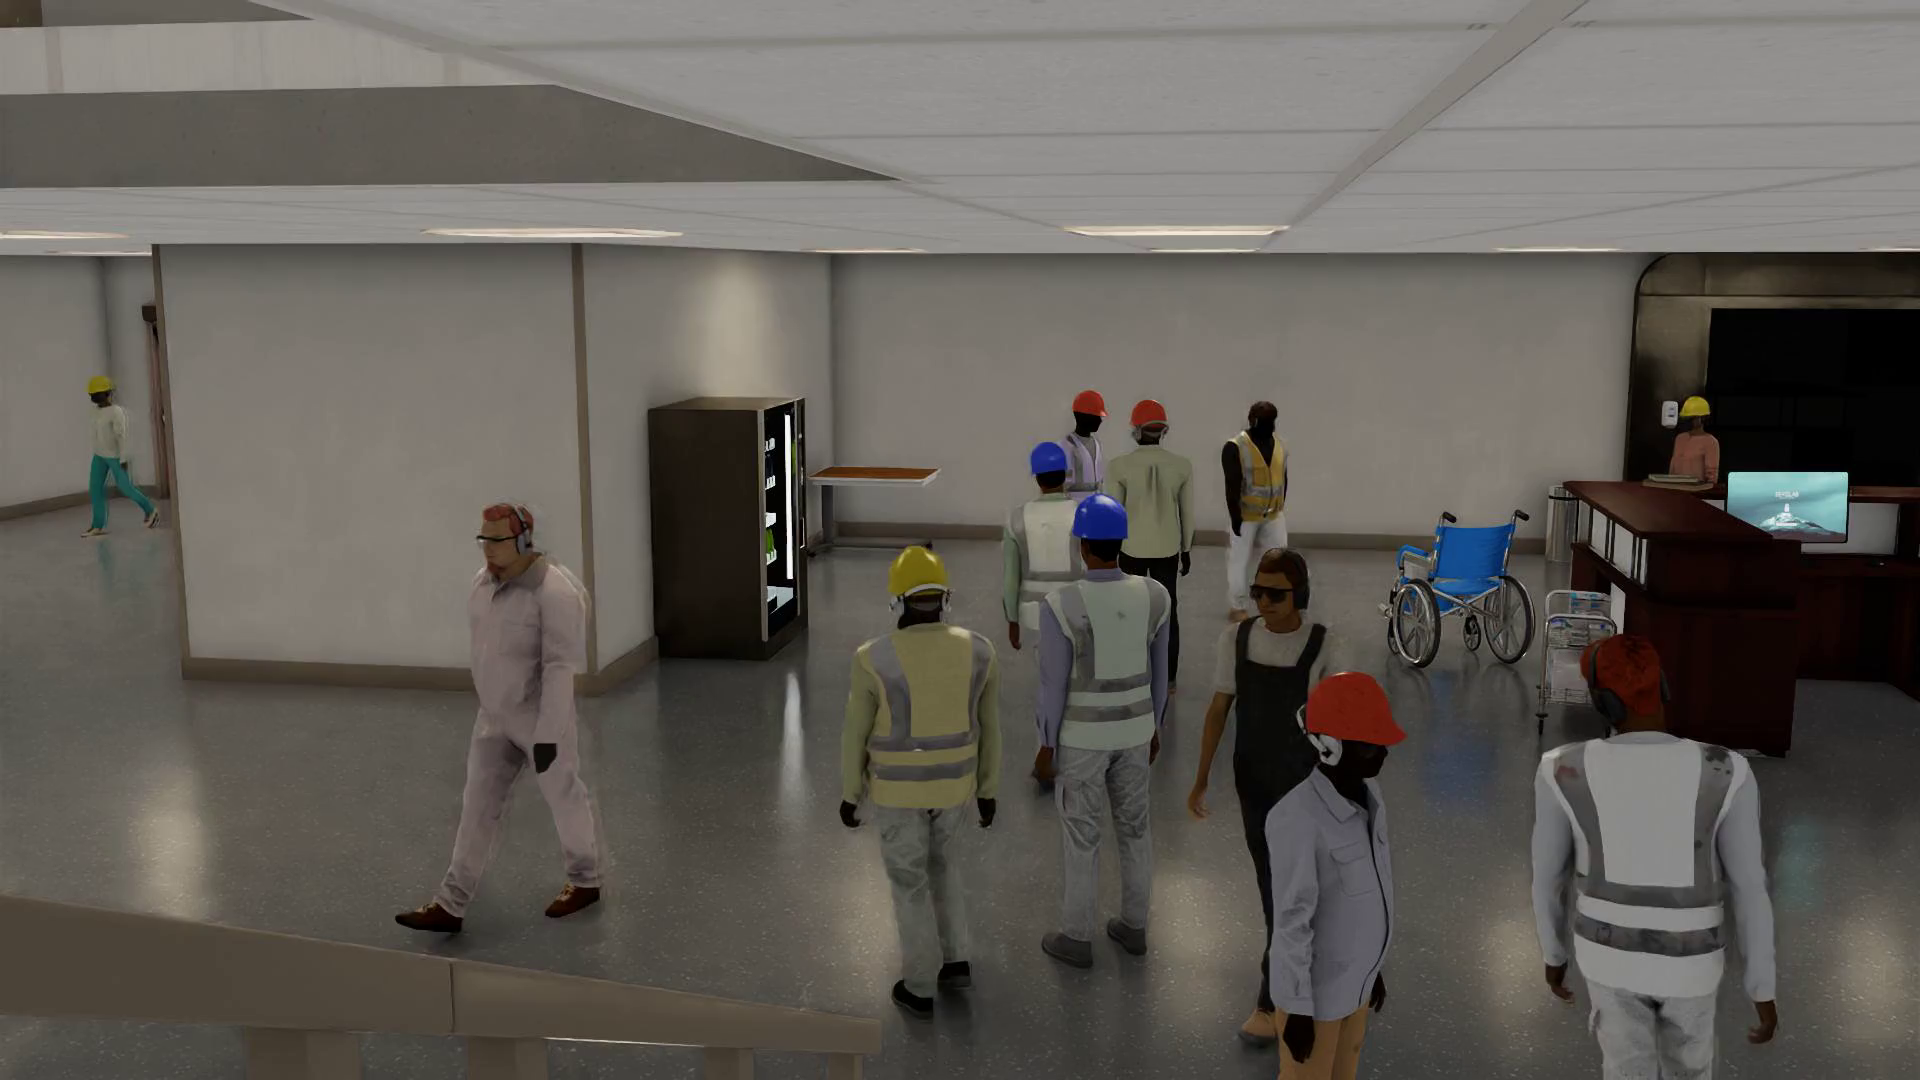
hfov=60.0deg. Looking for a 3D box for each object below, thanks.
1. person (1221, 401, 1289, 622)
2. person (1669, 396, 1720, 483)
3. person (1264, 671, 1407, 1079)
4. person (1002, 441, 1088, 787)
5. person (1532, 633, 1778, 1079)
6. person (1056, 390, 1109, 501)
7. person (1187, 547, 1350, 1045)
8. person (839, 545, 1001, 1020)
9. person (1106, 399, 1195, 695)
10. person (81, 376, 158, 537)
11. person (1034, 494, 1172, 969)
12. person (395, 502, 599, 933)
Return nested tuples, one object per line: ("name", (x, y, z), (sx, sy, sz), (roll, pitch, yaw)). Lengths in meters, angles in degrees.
("person", (2.402, -0.184, 13.211), (0.640, 1.811, 0.823), (-4, 10, -22))
("person", (6.331, -0.362, 14.441), (0.321, 1.768, 0.530), (-3, 10, -18))
("person", (1.058, 1.224, 4.671), (0.330, 1.753, 0.561), (7, 11, 36))
("person", (0.533, 0.399, 9.347), (0.613, 1.897, 1.027), (3, 10, 20))
("person", (1.930, 1.177, 4.674), (0.644, 1.845, 0.650), (3, 10, 21))
("person", (0.961, -0.200, 12.930), (0.390, 1.929, 0.545), (8, 12, 39))
("person", (1.126, 0.937, 6.235), (0.524, 1.815, 0.778), (7, 12, 39))
("person", (-0.158, 0.926, 6.351), (0.595, 1.813, 0.432), (-5, 10, -27))
("person", (1.258, 0.057, 11.131), (0.622, 1.993, 0.387), (-1, 9, -8))
("person", (-9.152, -0.925, 18.020), (0.524, 1.732, 0.815), (4, 10, 23))
("person", (0.580, 0.780, 6.815), (0.605, 1.948, 0.384), (-5, 10, -26))
("person", (-1.948, 0.775, 7.101), (0.672, 1.858, 0.980), (6, 11, 34))
